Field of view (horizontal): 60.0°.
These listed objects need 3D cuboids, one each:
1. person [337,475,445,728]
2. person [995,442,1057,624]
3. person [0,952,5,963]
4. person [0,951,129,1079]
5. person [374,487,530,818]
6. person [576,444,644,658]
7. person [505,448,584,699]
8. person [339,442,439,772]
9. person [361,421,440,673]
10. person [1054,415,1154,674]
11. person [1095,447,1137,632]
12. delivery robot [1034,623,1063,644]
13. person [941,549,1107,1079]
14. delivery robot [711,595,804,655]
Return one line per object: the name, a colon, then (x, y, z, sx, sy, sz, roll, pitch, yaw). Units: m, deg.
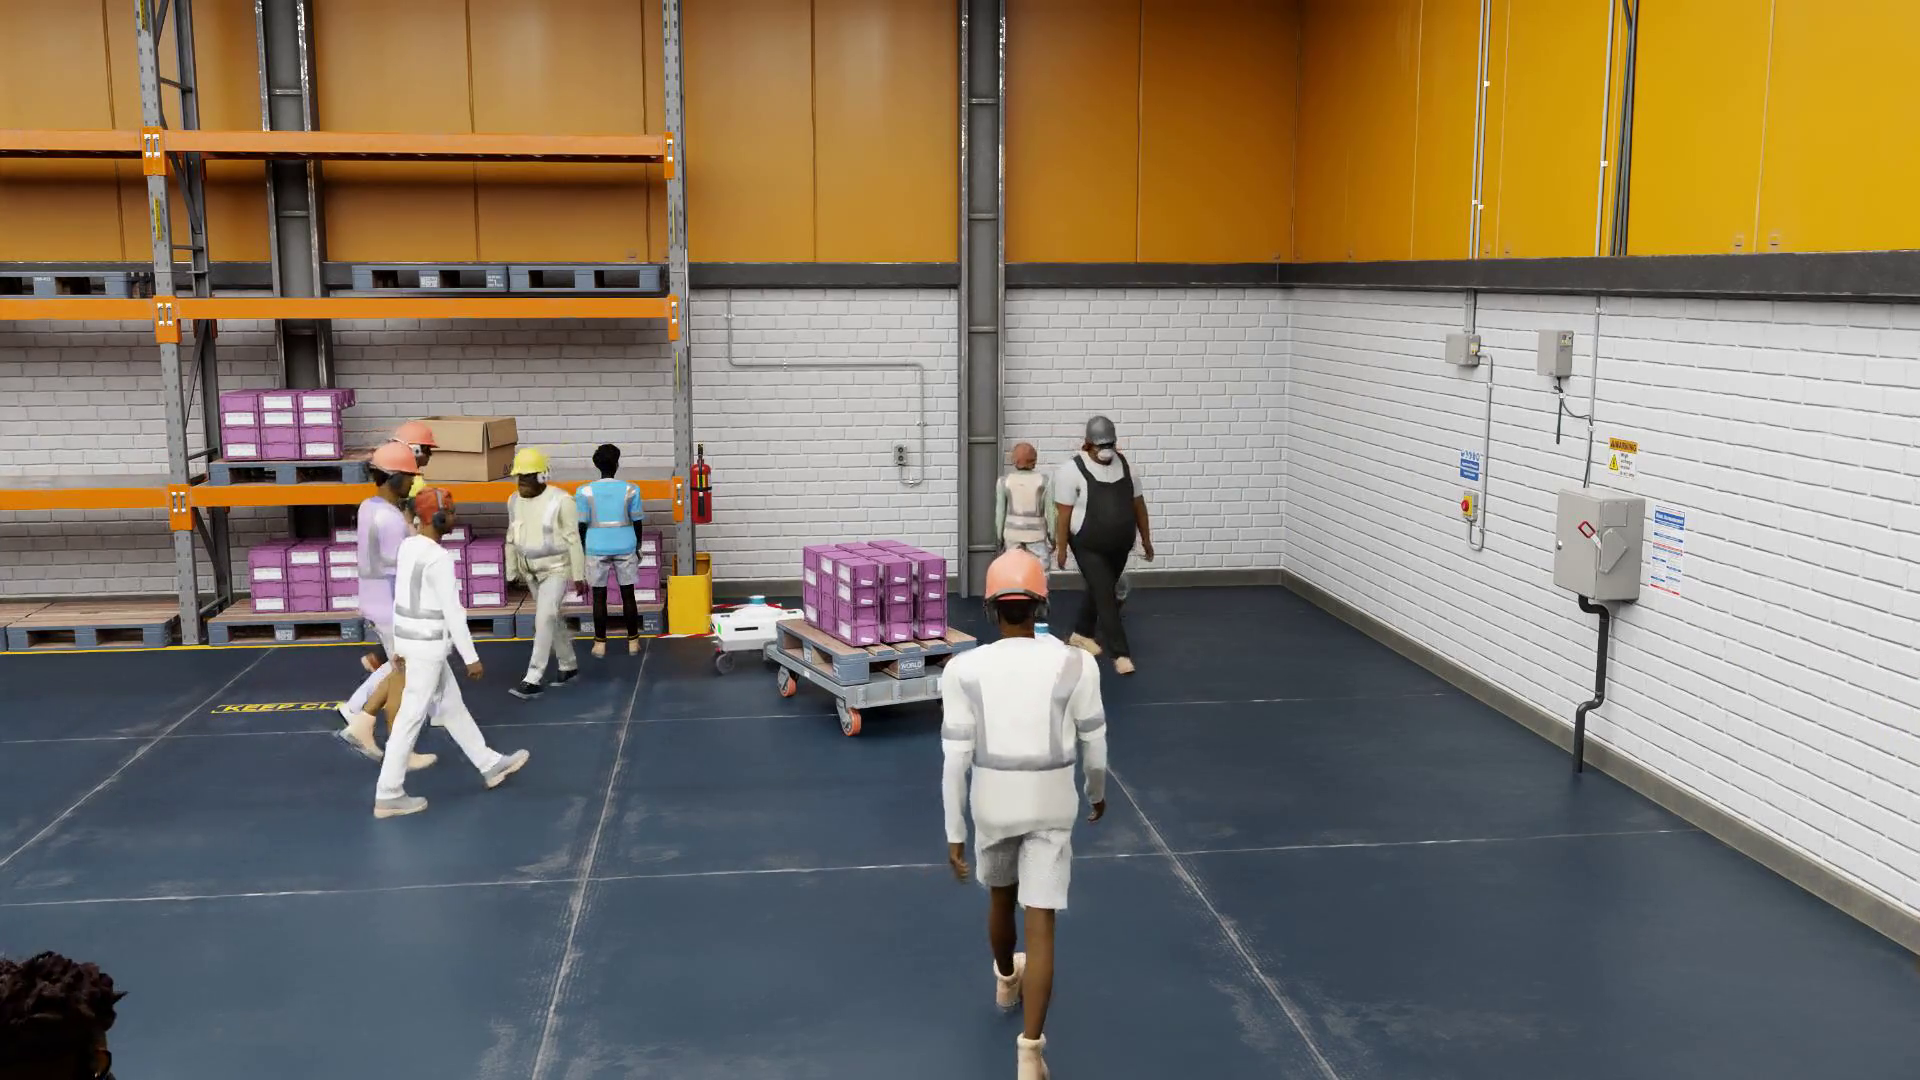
person: (-3.682, 0.429, 10.901, 0.791, 1.735, 0.528, -4, 10, -24)
person: (0.550, -0.010, 13.958, 0.531, 1.623, 0.399, 2, 9, 11)
person: (-4.322, 1.020, 6.901, 0.579, 1.829, 0.604, 4, 10, 23)
person: (-1.550, 1.628, 2.801, 0.728, 1.929, 0.619, -6, 11, -32)
person: (-2.924, 0.612, 9.432, 0.977, 1.832, 0.582, -6, 11, -34)
person: (-2.763, 0.086, 13.158, 0.539, 1.693, 0.318, -3, 10, -18)
person: (-3.030, 0.236, 11.943, 0.609, 1.786, 0.902, 5, 11, 30)
person: (-3.439, 0.421, 10.048, 0.502, 2.021, 0.647, -6, 11, -32)
person: (-3.988, 0.134, 11.994, 0.553, 1.972, 0.617, -4, 10, -22)
person: (1.097, -0.039, 12.867, 0.755, 2.000, 0.995, -5, 10, -29)
person: (1.291, -0.050, 14.275, 0.508, 1.606, 0.642, 3, 10, 17)
delivery robot: (0.573, 0.832, 11.757, 0.477, 0.478, 0.707, -3, 10, -21)
person: (0.243, 1.030, 6.405, 0.613, 1.985, 1.084, 1, 9, 9)
delivery robot: (-1.545, 0.670, 12.769, 0.707, 0.478, 0.477, -3, 9, -16)
